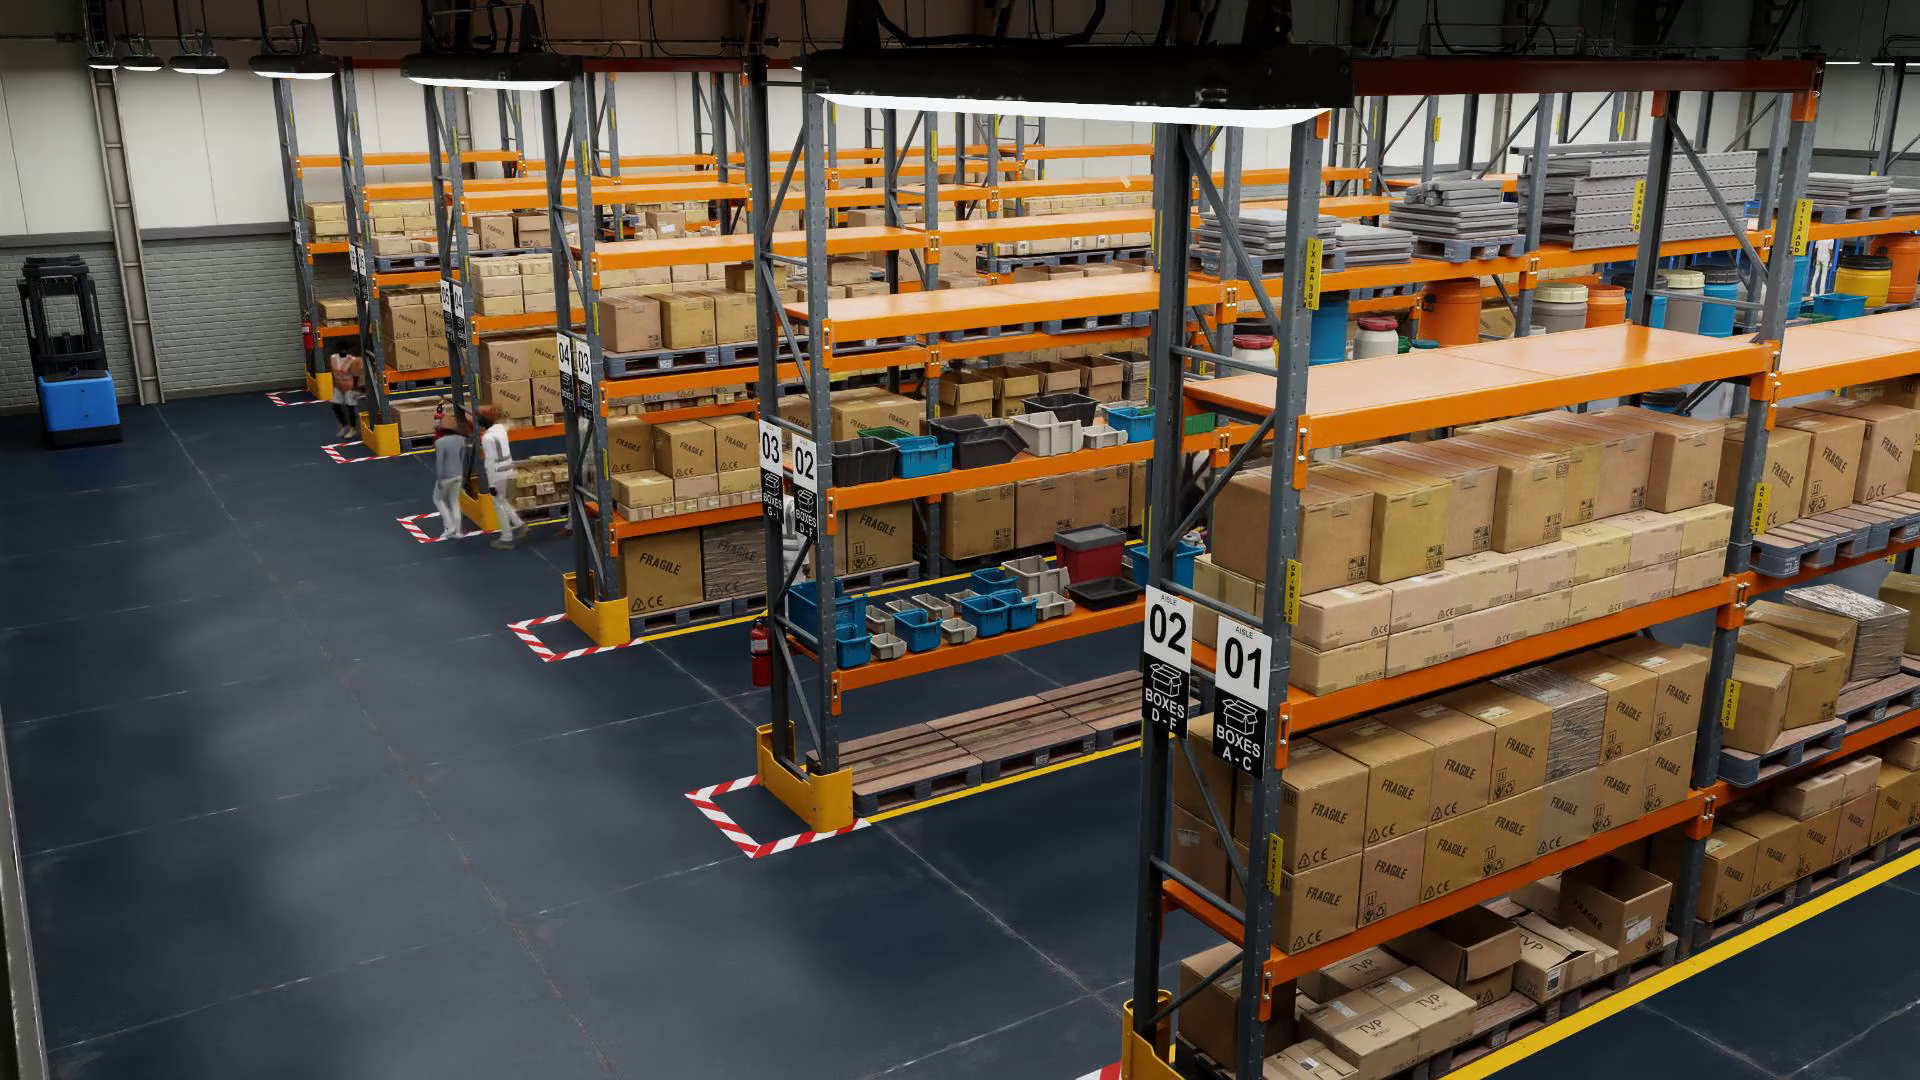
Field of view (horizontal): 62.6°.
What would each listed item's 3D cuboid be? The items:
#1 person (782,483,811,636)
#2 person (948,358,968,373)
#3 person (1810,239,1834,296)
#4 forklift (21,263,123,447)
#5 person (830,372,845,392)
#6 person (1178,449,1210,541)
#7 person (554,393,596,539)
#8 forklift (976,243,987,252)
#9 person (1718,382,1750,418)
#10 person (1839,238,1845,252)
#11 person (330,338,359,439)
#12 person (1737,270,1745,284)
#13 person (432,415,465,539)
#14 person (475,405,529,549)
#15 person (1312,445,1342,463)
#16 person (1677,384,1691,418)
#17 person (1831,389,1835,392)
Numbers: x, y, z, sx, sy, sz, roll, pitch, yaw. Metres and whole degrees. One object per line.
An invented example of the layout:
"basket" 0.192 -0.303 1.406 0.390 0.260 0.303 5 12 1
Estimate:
"person" -1.763 0.157 16.708 0.355 1.884 0.576 -12 21 -34
"person" 0.071 -1.870 23.149 0.967 2.018 0.610 -7 18 -21
"person" 22.410 -7.232 40.957 0.328 1.872 0.513 -9 19 -28
"forklift" -14.518 -3.079 25.708 1.129 2.768 1.873 -10 20 -31
"person" -1.672 -1.446 21.910 0.407 1.915 0.588 -7 18 -21
"person" 2.956 -0.519 18.730 0.990 2.000 0.719 -8 19 -25
"person" -4.839 -0.994 20.434 0.885 1.916 0.623 -7 18 -22
"forklift" 0.988 -5.474 34.718 1.214 2.155 2.313 -10 20 -31
"person" 11.563 -1.858 23.453 0.593 1.809 0.613 -15 23 -41
"person" 28.309 -10.248 50.750 0.590 1.927 0.367 3 17 10
"person" -9.995 -2.453 25.618 0.571 1.664 0.411 5 18 16
"person" 15.770 -4.574 32.226 0.918 1.875 0.645 -6 18 -18
"person" -6.572 -0.807 20.327 0.372 1.602 0.533 9 19 27
"person" -5.806 -0.796 19.864 0.435 1.865 0.601 2 17 7
"person" 4.841 -1.024 20.780 0.326 1.765 0.533 -8 19 -25
"person" 11.336 -2.309 24.615 1.038 1.983 0.640 8 19 25
"person" 16.456 -3.701 29.419 0.378 1.844 0.569 -3 17 -11
